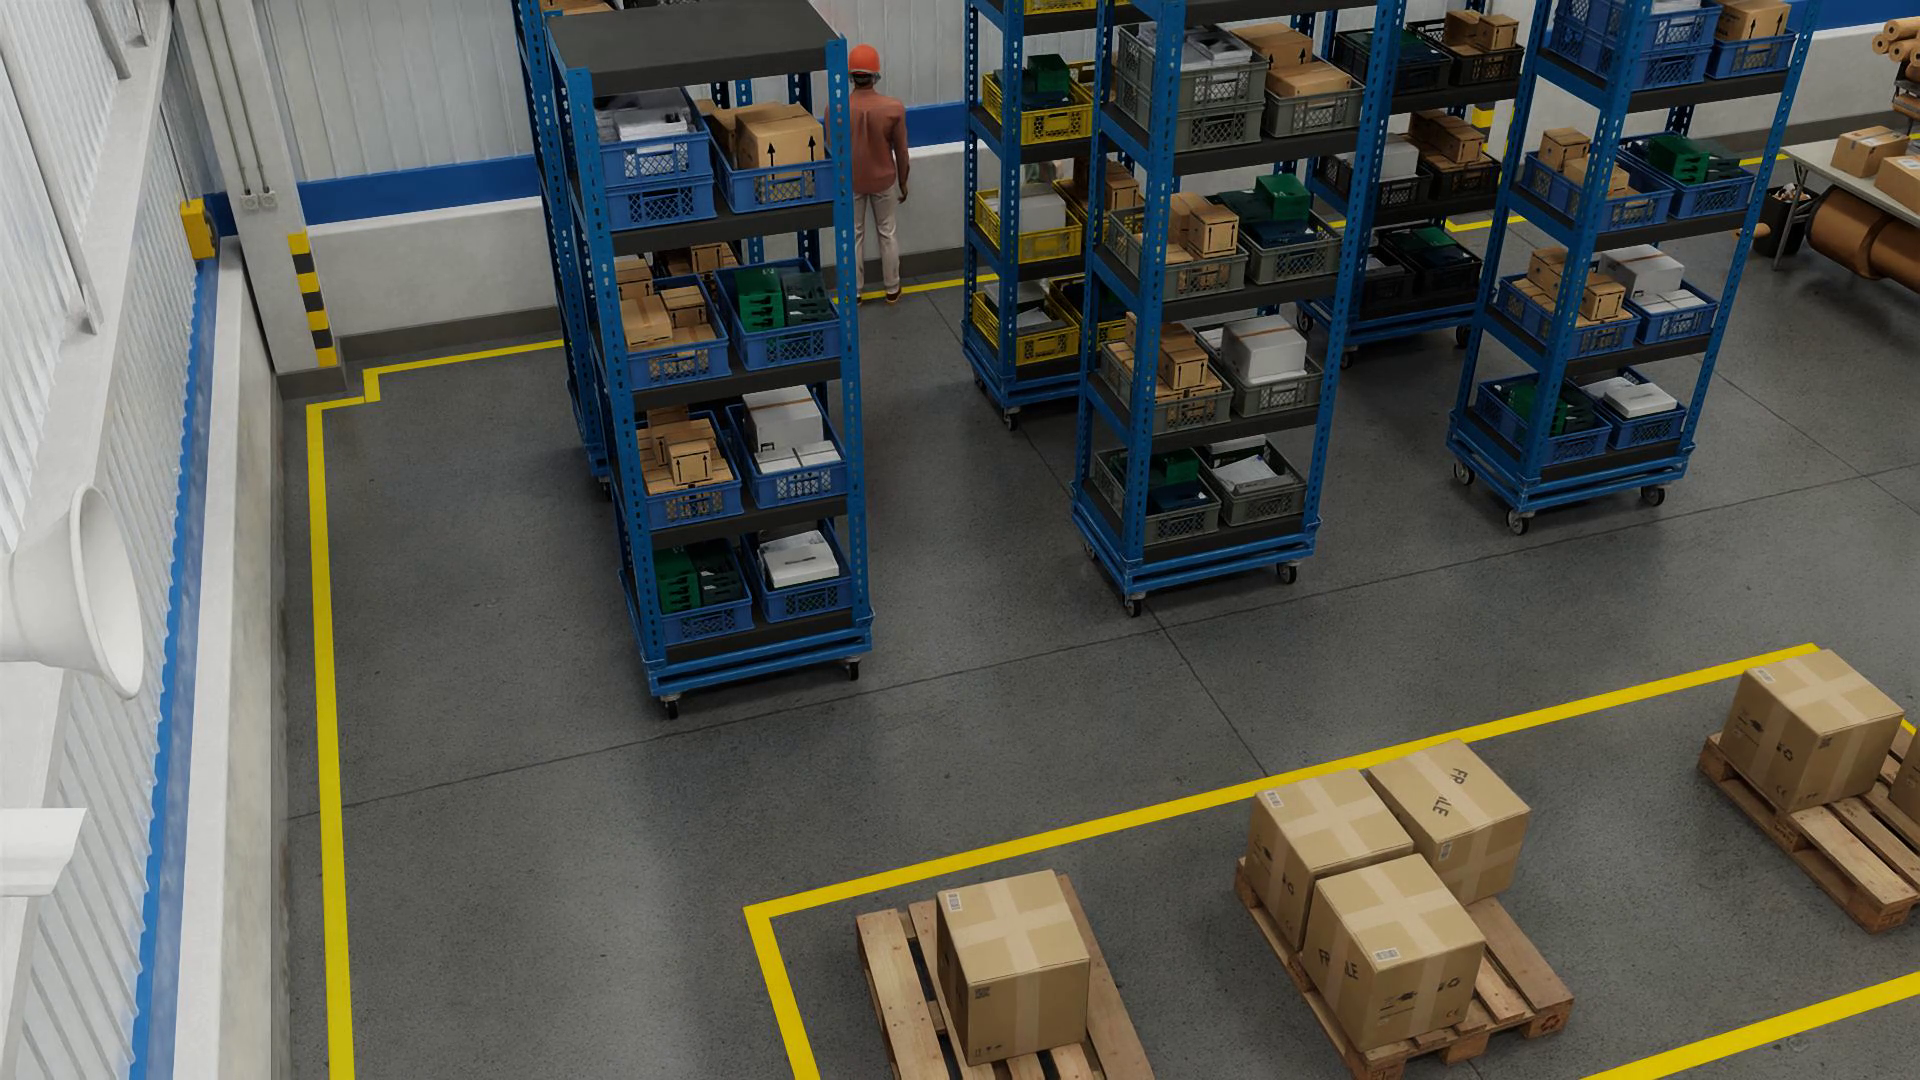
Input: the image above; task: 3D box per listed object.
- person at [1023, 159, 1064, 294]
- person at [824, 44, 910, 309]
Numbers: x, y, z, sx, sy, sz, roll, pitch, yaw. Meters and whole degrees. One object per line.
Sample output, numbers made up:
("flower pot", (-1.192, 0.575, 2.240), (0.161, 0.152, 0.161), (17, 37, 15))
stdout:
("person", (0.612, -2.501, 12.400), (0.311, 1.636, 0.523), (14, 38, 19))
("person", (-0.686, -2.681, 12.349), (0.622, 1.992, 0.396), (-4, 35, -6))
